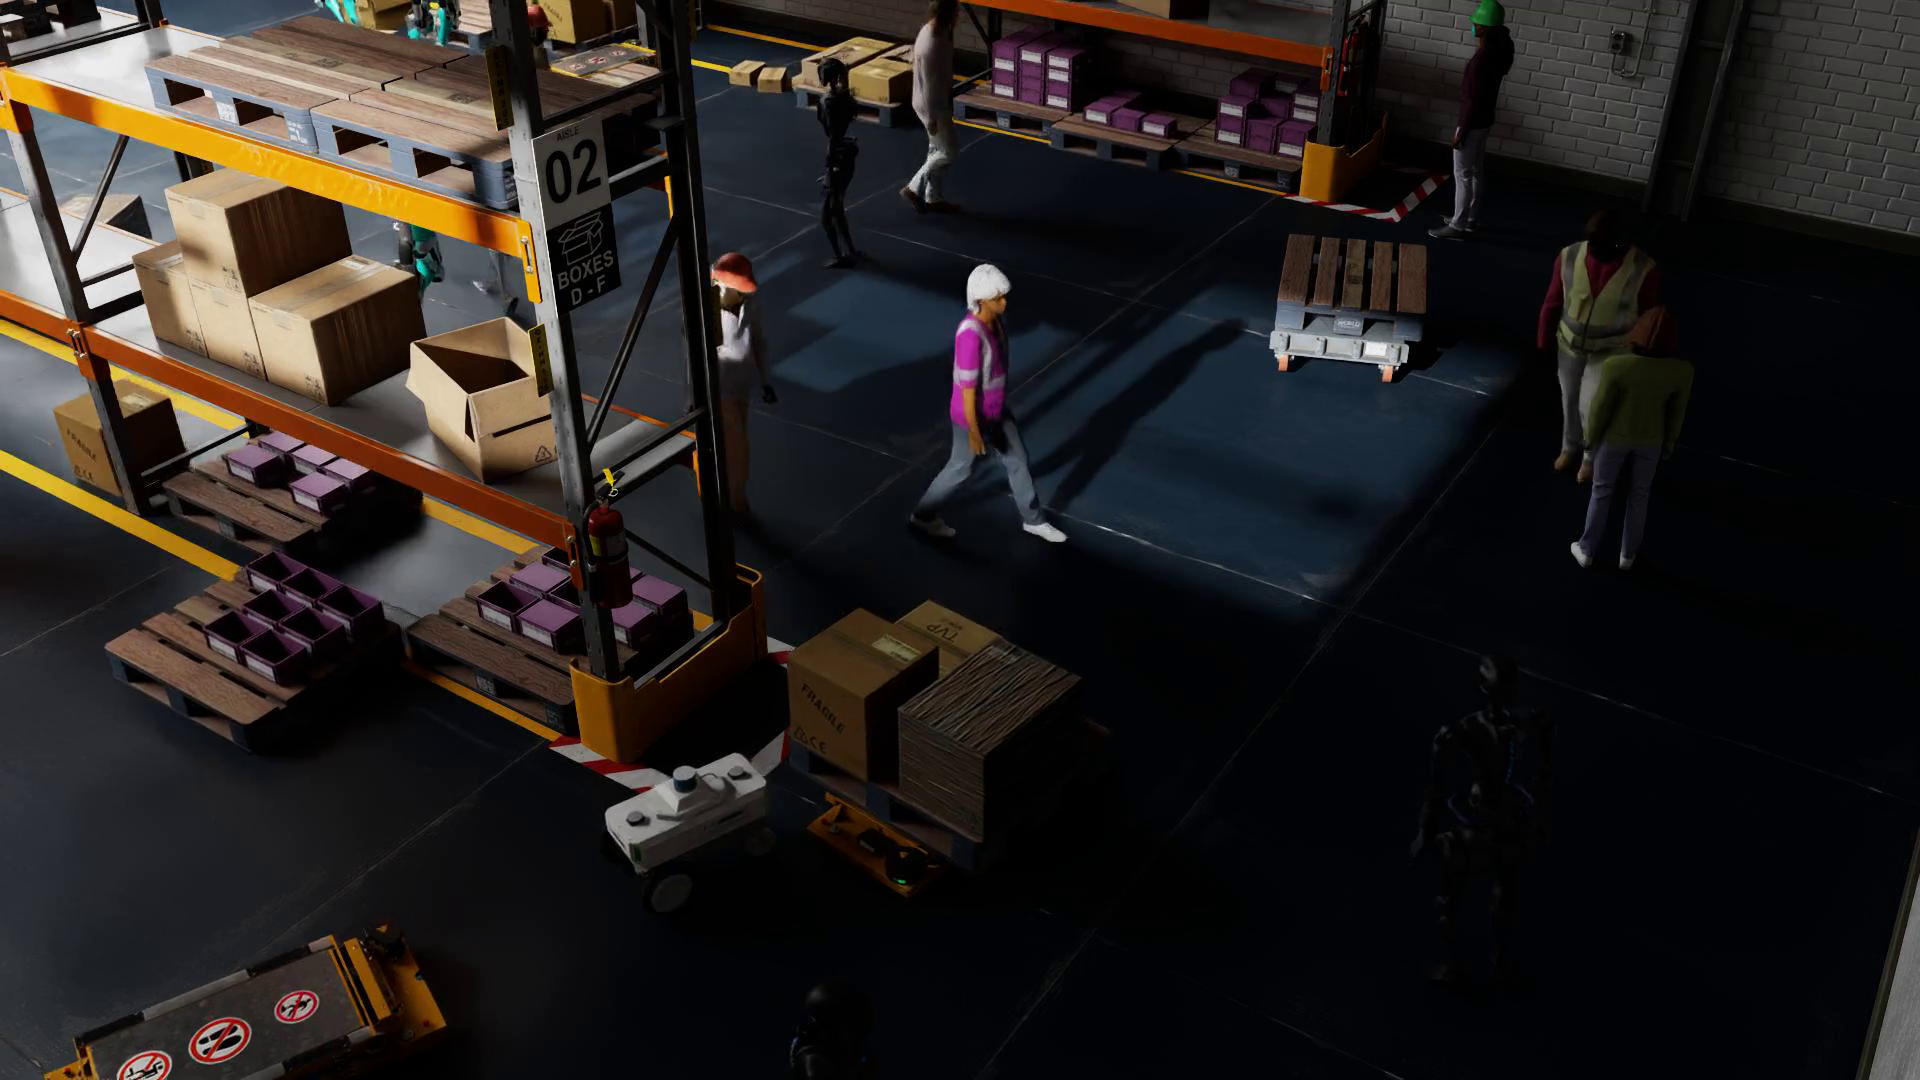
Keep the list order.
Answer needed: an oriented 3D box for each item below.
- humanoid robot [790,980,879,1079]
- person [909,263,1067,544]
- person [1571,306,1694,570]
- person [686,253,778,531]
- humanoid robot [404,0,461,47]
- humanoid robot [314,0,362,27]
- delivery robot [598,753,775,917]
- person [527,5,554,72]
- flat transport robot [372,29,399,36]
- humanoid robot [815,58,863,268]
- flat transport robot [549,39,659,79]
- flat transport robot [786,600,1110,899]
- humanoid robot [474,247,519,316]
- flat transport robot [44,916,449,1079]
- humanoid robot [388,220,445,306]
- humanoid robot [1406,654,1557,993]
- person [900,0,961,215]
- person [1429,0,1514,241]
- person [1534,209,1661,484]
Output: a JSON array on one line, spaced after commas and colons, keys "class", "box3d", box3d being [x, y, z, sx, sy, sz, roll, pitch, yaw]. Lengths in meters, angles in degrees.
[{"class": "humanoid robot", "box3d": [-0.504, 2.014, 5.551, 0.798, 1.636, 0.611, 7, 34, 11]}, {"class": "person", "box3d": [0.145, -0.770, 9.663, 0.927, 1.788, 0.539, 14, 36, 20]}, {"class": "person", "box3d": [3.824, -0.566, 9.489, 0.506, 1.631, 0.265, 5, 33, 8]}, {"class": "person", "box3d": [-1.307, -0.889, 9.900, 0.657, 1.718, 0.568, 20, 38, 28]}, {"class": "humanoid robot", "box3d": [-5.323, -5.262, 16.646, 0.791, 1.792, 0.543, 26, 41, 34]}, {"class": "humanoid robot", "box3d": [-6.446, -5.713, 17.288, 0.539, 1.731, 0.986, -26, 41, -34]}, {"class": "delivery robot", "box3d": [-1.259, 1.310, 7.616, 0.808, 0.614, 0.499, -22, 39, -30]}, {"class": "person", "box3d": [-3.604, -3.673, 14.171, 0.641, 1.734, 0.567, -4, 33, -7]}, {"class": "flat transport robot", "box3d": [-5.728, -3.906, 15.876, 1.431, 0.231, 0.659, 7, 34, 10]}, {"class": "humanoid robot", "box3d": [-0.990, -2.981, 13.169, 0.438, 1.651, 0.603, 2, 33, 3]}, {"class": "flat transport robot", "box3d": [-3.752, -4.960, 17.496, 0.659, 0.231, 1.431, 24, 40, 32]}, {"class": "flat transport robot", "box3d": [-0.019, 1.155, 8.098, 0.659, 0.231, 1.431, 25, 40, 33]}, {"class": "humanoid robot", "box3d": [-3.556, -2.531, 12.451, 0.534, 1.775, 0.994, -26, 41, -33]}, {"class": "flat transport robot", "box3d": [-2.879, 2.052, 6.719, 1.431, 0.231, 0.659, -20, 38, -27]}, {"class": "humanoid robot", "box3d": [-3.901, -1.804, 11.370, 0.829, 1.869, 0.547, 4, 33, 5]}, {"class": "humanoid robot", "box3d": [2.155, 1.180, 6.776, 0.613, 1.646, 0.360, -7, 34, -11]}, {"class": "person", "box3d": [-0.192, -3.618, 13.918, 0.449, 1.918, 0.646, 4, 33, 6]}, {"class": "person", "box3d": [4.205, -3.407, 13.568, 0.423, 1.949, 0.501, 23, 39, 31]}, {"class": "person", "box3d": [3.924, -1.209, 10.315, 0.649, 1.808, 0.529, 25, 41, 33]}]
